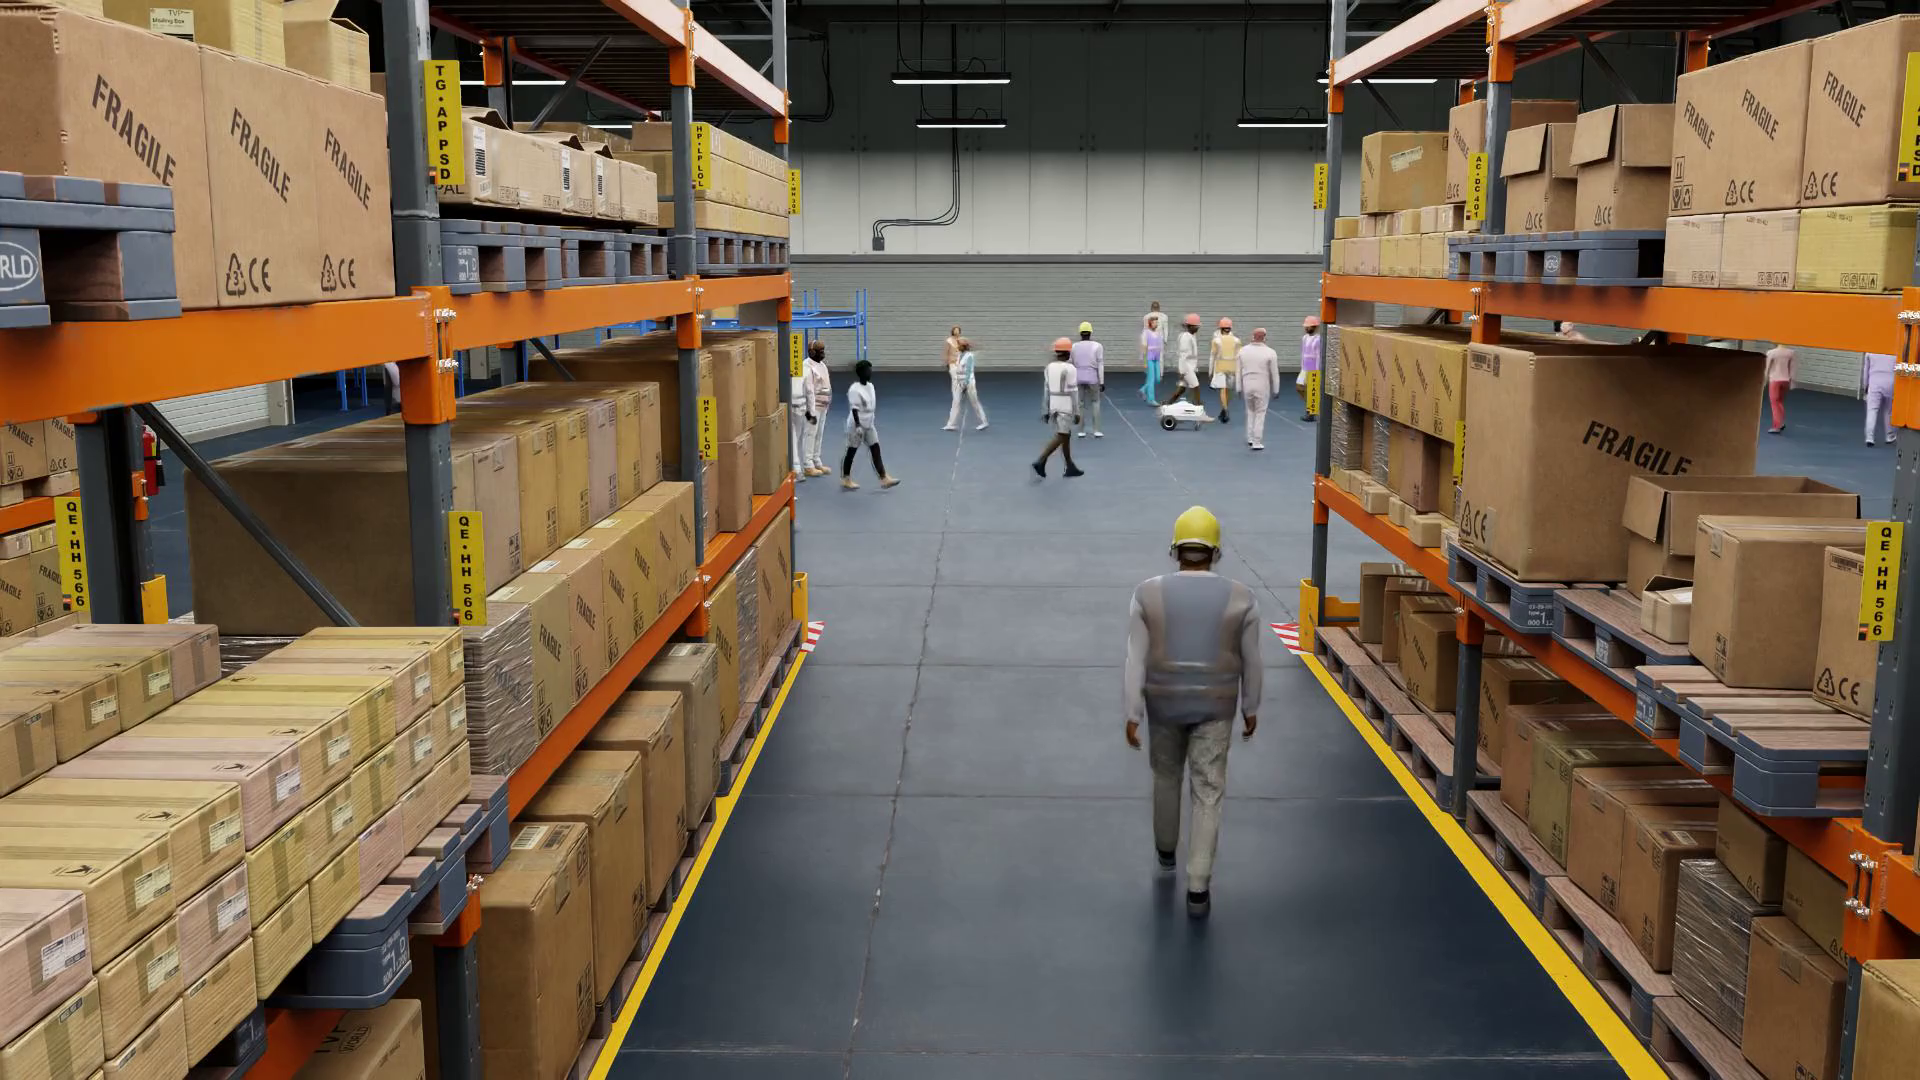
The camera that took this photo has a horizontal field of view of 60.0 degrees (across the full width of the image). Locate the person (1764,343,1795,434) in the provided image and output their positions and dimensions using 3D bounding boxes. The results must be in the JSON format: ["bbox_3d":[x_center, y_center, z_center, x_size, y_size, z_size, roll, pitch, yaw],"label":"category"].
[{"bbox_3d":[13.928,-2.694,28.345,0.525,1.752,0.455,-2,10,-13],"label":"person"}]

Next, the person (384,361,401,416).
[{"bbox_3d":[-7.606,-1.857,22.963,0.685,1.887,0.626,0,9,-1],"label":"person"}]

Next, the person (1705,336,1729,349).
[{"bbox_3d":[14.907,-3.355,32.799,0.501,1.592,0.862,1,10,8],"label":"person"}]

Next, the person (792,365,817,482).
[{"bbox_3d":[-2.272,-1.740,22.425,0.585,1.836,1.024,-4,10,-23],"label":"person"}]

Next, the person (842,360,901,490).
[{"bbox_3d":[-1.169,-1.449,21.153,0.847,1.649,0.554,6,11,30],"label":"person"}]

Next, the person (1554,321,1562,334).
[{"bbox_3d":[12.890,-3.889,35.715,0.471,1.687,0.537,7,12,36],"label":"person"}]

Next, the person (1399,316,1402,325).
[{"bbox_3d":[11.386,-5.137,42.376,0.951,1.952,0.621,-6,11,-31],"label":"person"}]

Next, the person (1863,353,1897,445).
[{"bbox_3d":[14.753,-2.444,26.548,0.648,1.859,0.994,8,12,40],"label":"person"}]

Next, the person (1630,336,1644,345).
[{"bbox_3d":[9.476,-1.925,23.406,0.332,1.866,0.514,-3,10,-16],"label":"person"}]

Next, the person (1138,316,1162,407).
[{"bbox_3d":[3.847,-3.627,33.704,0.548,1.830,0.570,9,13,43],"label":"person"}]

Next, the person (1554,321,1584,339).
[{"bbox_3d":[11.182,-3.166,30.856,0.662,1.849,1.009,8,12,38],"label":"person"}]

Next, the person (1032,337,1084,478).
[{"bbox_3d":[1.325,-1.783,22.457,0.933,1.912,0.550,-7,12,-35],"label":"person"}]

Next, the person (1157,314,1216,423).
[{"bbox_3d":[4.110,-3.129,30.294,1.070,1.987,0.628,3,10,16],"label":"person"}]

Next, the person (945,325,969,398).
[{"bbox_3d":[-0.080,-3.675,34.603,0.521,1.619,0.505,-4,10,-22],"label":"person"}]

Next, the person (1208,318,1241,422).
[{"bbox_3d":[4.865,-3.112,30.465,0.561,1.896,0.990,-1,10,-7],"label":"person"}]

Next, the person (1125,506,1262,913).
[{"bbox_3d":[1.078,0.734,7.685,0.618,1.789,0.886,1,10,8],"label":"person"}]

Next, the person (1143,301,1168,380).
[{"bbox_3d":[4.848,-4.947,41.297,0.627,1.936,0.370,0,9,2],"label":"person"}]

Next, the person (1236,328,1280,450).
[{"bbox_3d":[4.689,-2.364,25.969,0.668,1.883,0.664,6,11,33],"label":"person"}]

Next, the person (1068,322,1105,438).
[{"bbox_3d":[2.098,-2.653,27.610,0.633,1.918,0.412,4,10,20],"label":"person"}]

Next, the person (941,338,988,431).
[{"bbox_3d":[0.119,-2.689,28.770,0.850,1.600,0.519,-5,11,-28],"label":"person"}]

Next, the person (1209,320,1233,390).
[{"bbox_3d":[6.001,-4.237,38.045,0.536,1.586,0.856,6,11,33],"label":"person"}]

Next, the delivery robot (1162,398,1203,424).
[{"bbox_3d":[3.899,-2.242,29.061,0.707,0.478,0.477,2,10,9],"label":"delivery robot"}]

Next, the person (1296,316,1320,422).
[{"bbox_3d":[6.406,-3.139,30.484,0.400,1.926,0.567,-5,11,-27],"label":"person"}]

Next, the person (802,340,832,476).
[{"bbox_3d":[-1.971,-1.817,22.825,0.429,1.842,0.630,3,10,17],"label":"person"}]
